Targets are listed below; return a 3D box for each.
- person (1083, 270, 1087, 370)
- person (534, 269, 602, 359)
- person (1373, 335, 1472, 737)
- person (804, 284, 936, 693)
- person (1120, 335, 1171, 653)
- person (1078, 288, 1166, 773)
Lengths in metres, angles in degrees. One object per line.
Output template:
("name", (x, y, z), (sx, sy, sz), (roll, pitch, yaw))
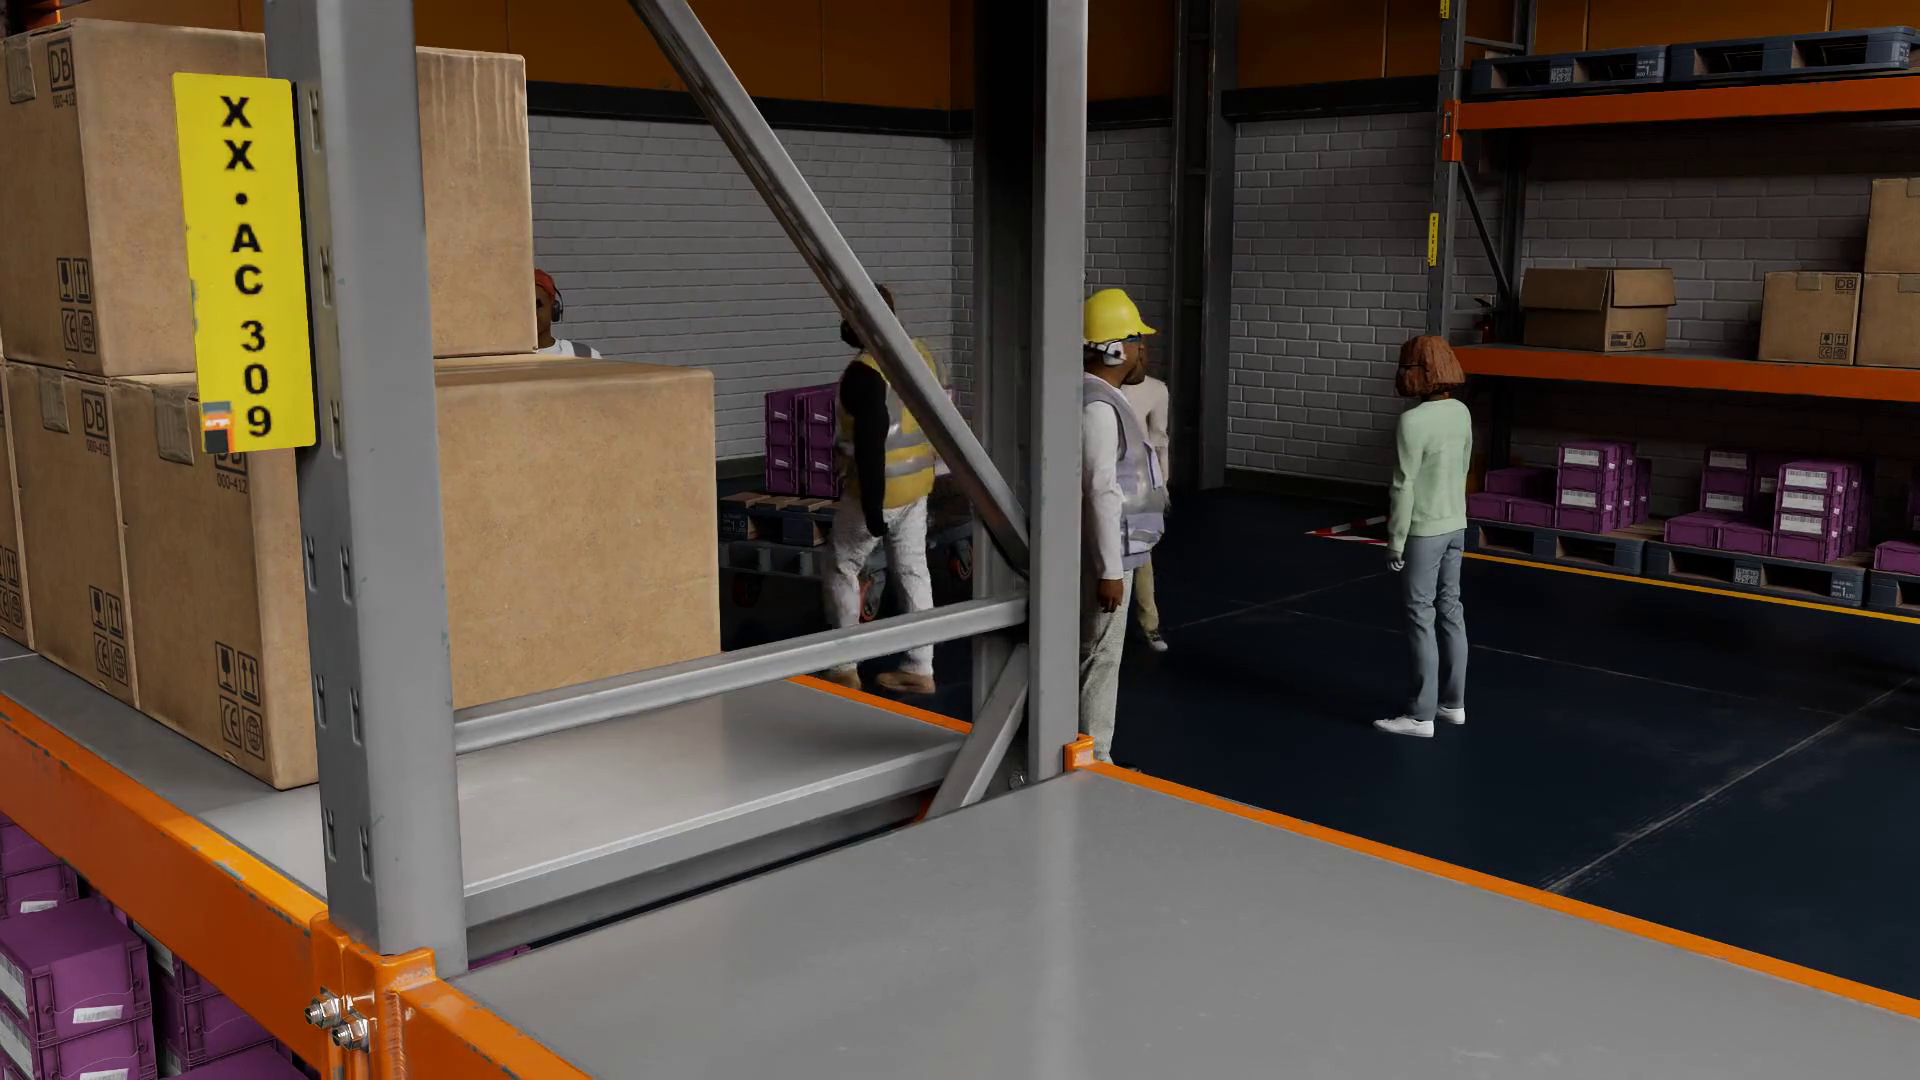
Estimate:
("person", (0.704, -0.960, 11.160), (0.399, 1.903, 0.644), (-7, 12, -33))
("person", (-1.761, -0.185, 6.984), (0.573, 1.883, 0.356), (-2, 11, -13))
("person", (1.901, -0.017, 6.778), (0.288, 1.626, 0.497), (10, 15, 44))
("person", (-0.424, -0.217, 7.346), (0.735, 1.812, 0.617), (5, 12, 27))
("person", (0.761, -0.260, 8.092), (0.501, 1.629, 0.288), (-1, 10, -5))
("person", (0.524, 0.033, 5.921), (0.404, 1.836, 0.597), (0, 10, 0))
